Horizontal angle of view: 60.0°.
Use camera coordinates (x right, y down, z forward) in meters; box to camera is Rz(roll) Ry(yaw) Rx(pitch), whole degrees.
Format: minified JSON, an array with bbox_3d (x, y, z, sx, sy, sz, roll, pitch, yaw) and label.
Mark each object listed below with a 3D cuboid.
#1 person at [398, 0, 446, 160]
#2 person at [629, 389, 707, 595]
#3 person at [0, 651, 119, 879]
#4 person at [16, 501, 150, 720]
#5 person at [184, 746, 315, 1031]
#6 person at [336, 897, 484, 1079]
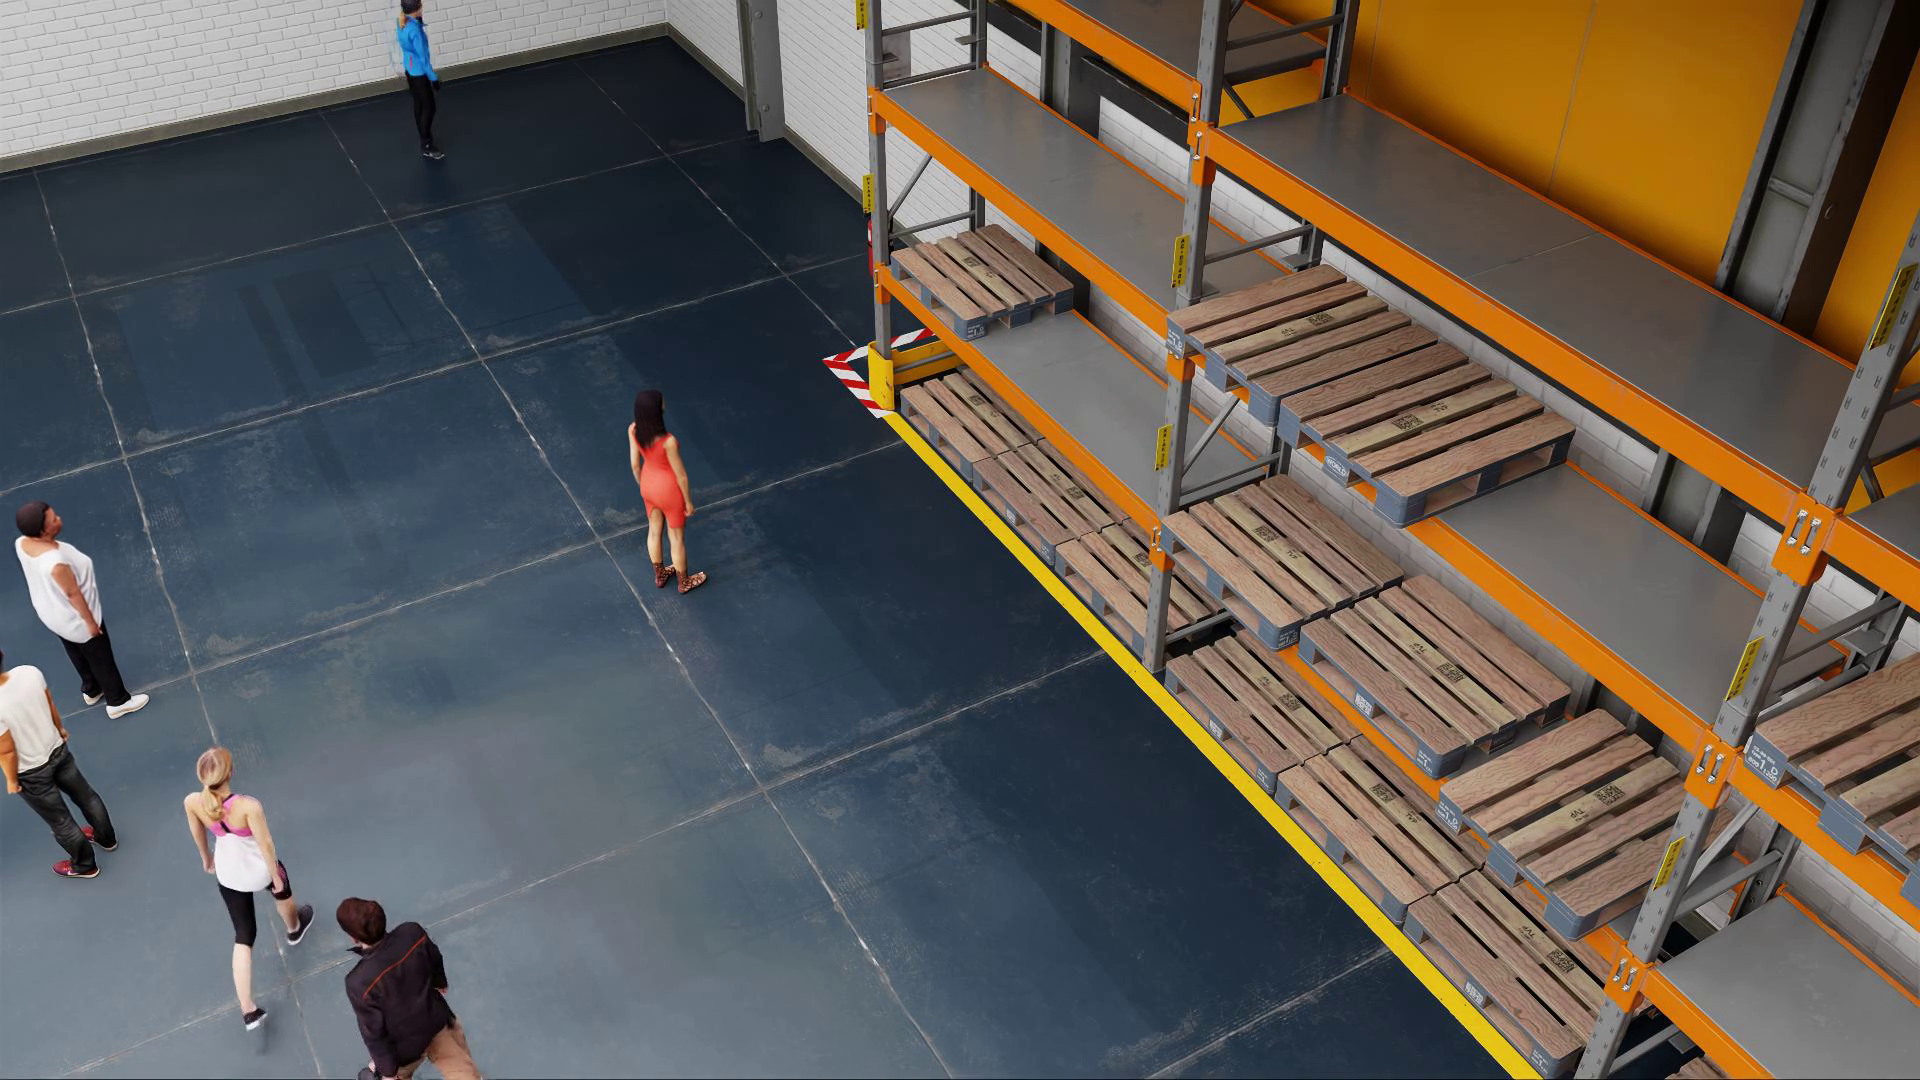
[{"bbox_3d":[-5.767,-4.954,17.601,0.800,1.786,0.464,-32,48,-34],"label":"person"},{"bbox_3d":[-2.126,-0.345,11.884,0.625,1.719,0.734,18,42,21],"label":"person"},{"bbox_3d":[-5.422,1.280,9.785,0.770,1.798,0.699,8,39,10],"label":"person"},{"bbox_3d":[-5.819,0.440,10.926,0.681,1.687,0.803,25,45,28],"label":"person"},{"bbox_3d":[-3.911,1.900,9.056,1.049,1.740,1.265,0,39,0],"label":"person"},{"bbox_3d":[-2.632,2.489,8.221,1.377,1.861,1.107,24,45,27],"label":"person"}]
